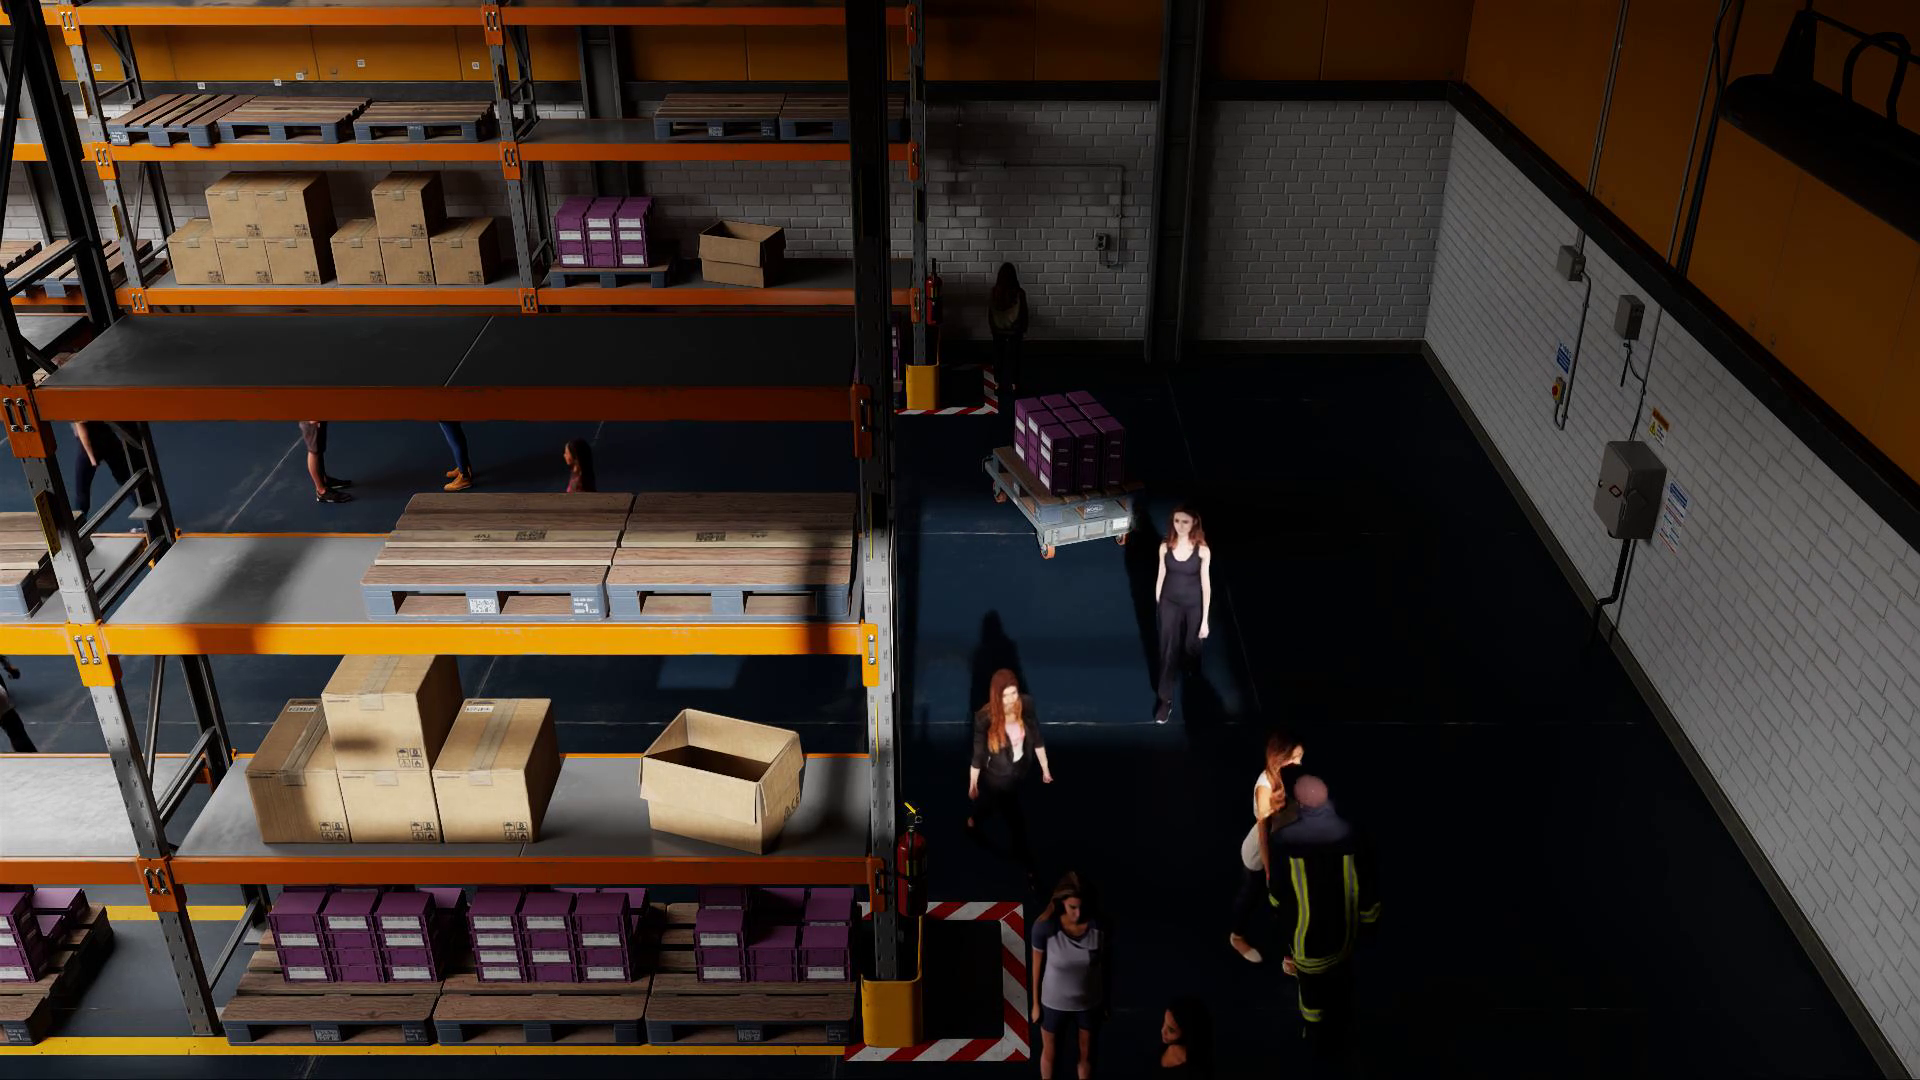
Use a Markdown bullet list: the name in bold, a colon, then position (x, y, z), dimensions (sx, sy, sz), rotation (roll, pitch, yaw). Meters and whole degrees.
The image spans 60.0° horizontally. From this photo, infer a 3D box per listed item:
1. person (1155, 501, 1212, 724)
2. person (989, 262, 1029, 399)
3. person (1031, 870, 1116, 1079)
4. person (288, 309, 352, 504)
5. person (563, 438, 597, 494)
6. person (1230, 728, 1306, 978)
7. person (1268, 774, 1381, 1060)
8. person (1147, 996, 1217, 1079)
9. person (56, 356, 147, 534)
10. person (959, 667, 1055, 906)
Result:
- **person**: position (1.687, 0.468, 12.359), dimensions (1.106, 1.718, 0.863), rotation (8, 30, 14)
- **person**: position (0.502, -2.222, 17.544), dimensions (0.523, 1.476, 0.681), rotation (6, 29, 12)
- **person**: position (0.585, 2.409, 8.790), dimensions (0.483, 1.728, 0.654), rotation (-1, 29, -2)
- **person**: position (-6.006, -1.257, 15.376), dimensions (0.675, 1.858, 0.739), rotation (-7, 29, -13)
- **person**: position (-2.914, -0.028, 13.310), dimensions (0.917, 1.679, 0.629), rotation (-1, 29, -2)
- **person**: position (1.762, 1.806, 9.861), dimensions (0.927, 1.762, 0.969), rotation (-22, 36, -34)
- **person**: position (2.053, 2.120, 9.270), dimensions (0.687, 1.776, 0.870), rotation (8, 30, 15)
- **person**: position (1.141, 2.837, 8.023), dimensions (1.143, 1.711, 0.675), rotation (-4, 29, -8)
- **person**: position (-7.475, -0.777, 14.642), dimensions (1.151, 1.717, 0.726), rotation (4, 29, 8)
- **person**: position (0.238, 1.454, 10.602), dimensions (1.171, 1.670, 1.160), rotation (-22, 35, -34)
